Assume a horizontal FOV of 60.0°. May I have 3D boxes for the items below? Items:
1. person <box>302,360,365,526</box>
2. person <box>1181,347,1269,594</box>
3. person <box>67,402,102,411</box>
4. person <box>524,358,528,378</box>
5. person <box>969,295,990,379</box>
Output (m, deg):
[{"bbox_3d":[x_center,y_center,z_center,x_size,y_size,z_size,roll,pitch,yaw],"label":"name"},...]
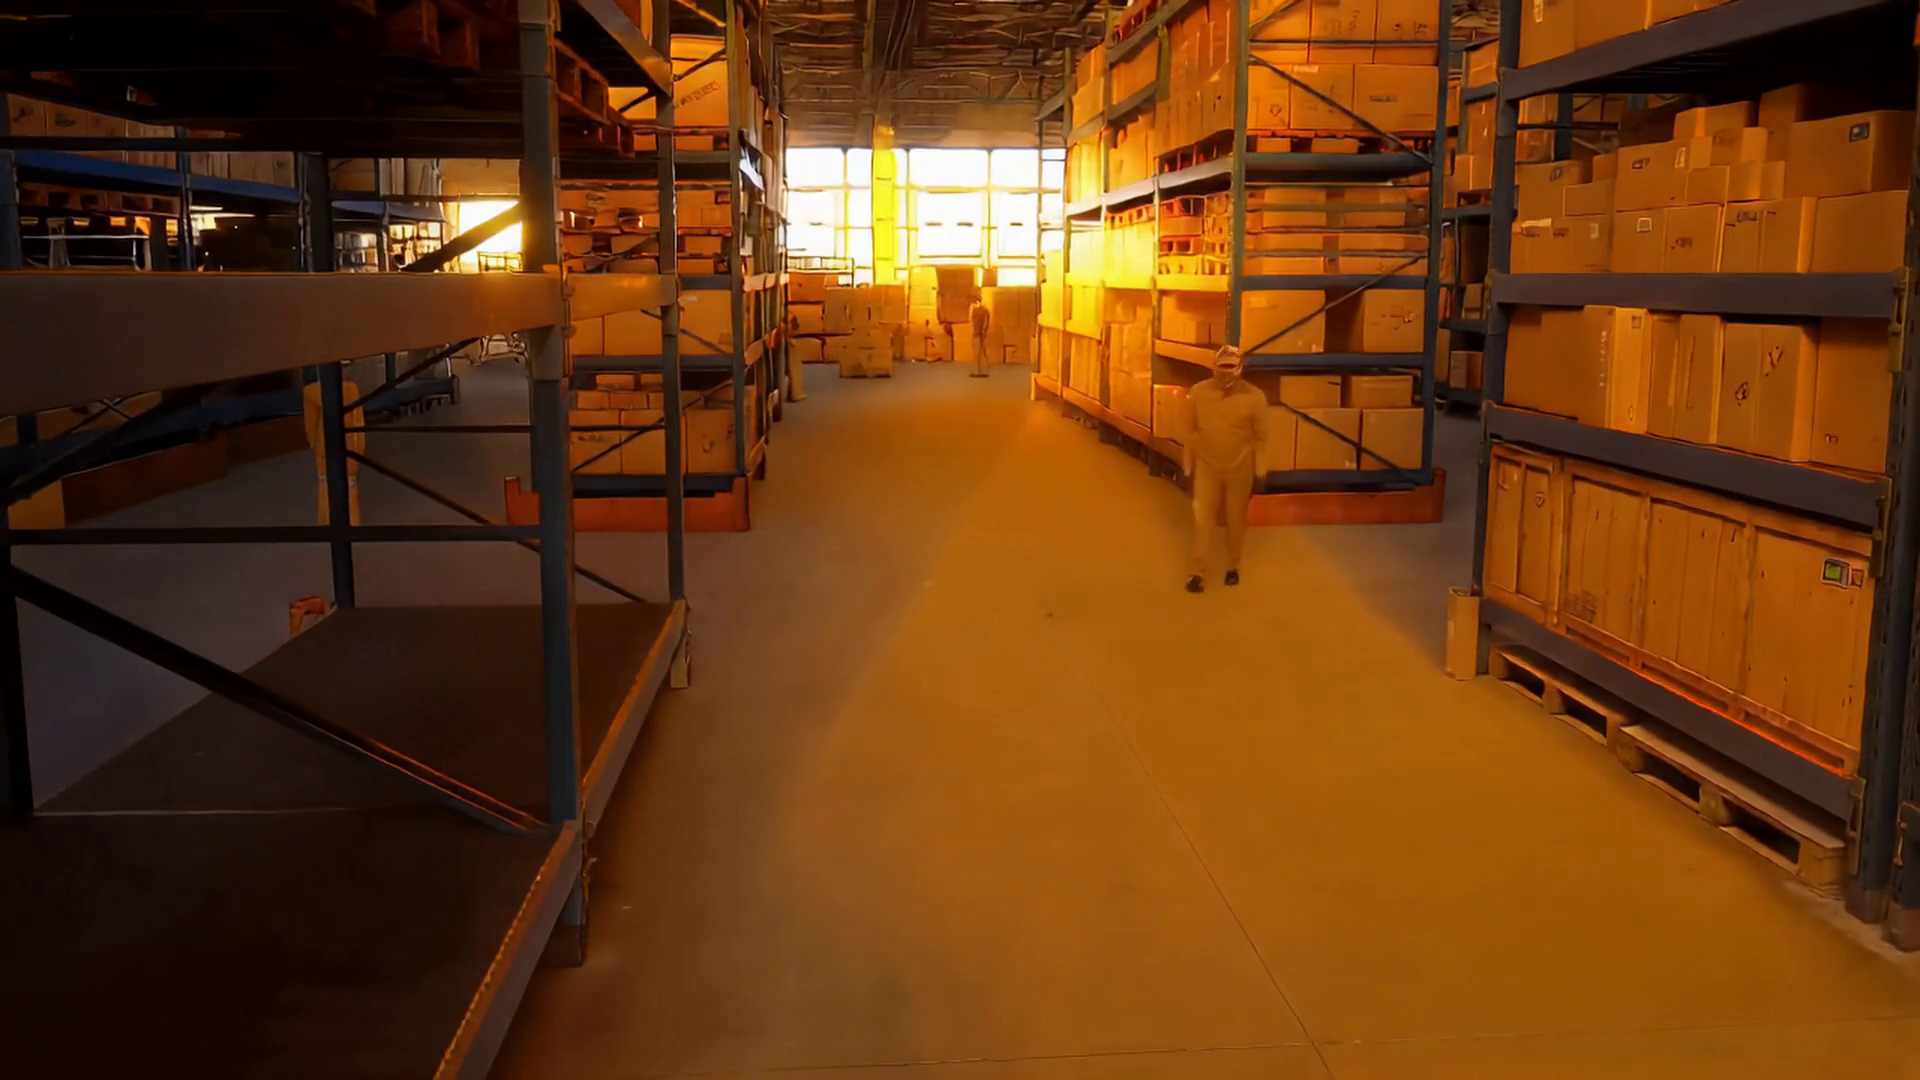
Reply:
[{"bbox_3d":[-5.682,-0.879,15.134,0.523,1.769,0.324,-1,9,-5],"label":"person"},{"bbox_3d":[1.982,-0.513,12.552,0.670,1.852,0.955,2,9,12],"label":"person"},{"bbox_3d":[-15.550,-3.221,29.414,0.641,1.910,0.484,0,9,1],"label":"person"},{"bbox_3d":[-9.902,-4.611,39.093,0.846,1.600,0.520,-6,11,-35],"label":"person"},{"bbox_3d":[0.473,-4.720,38.726,0.375,1.936,0.627,-5,10,-26],"label":"person"}]
